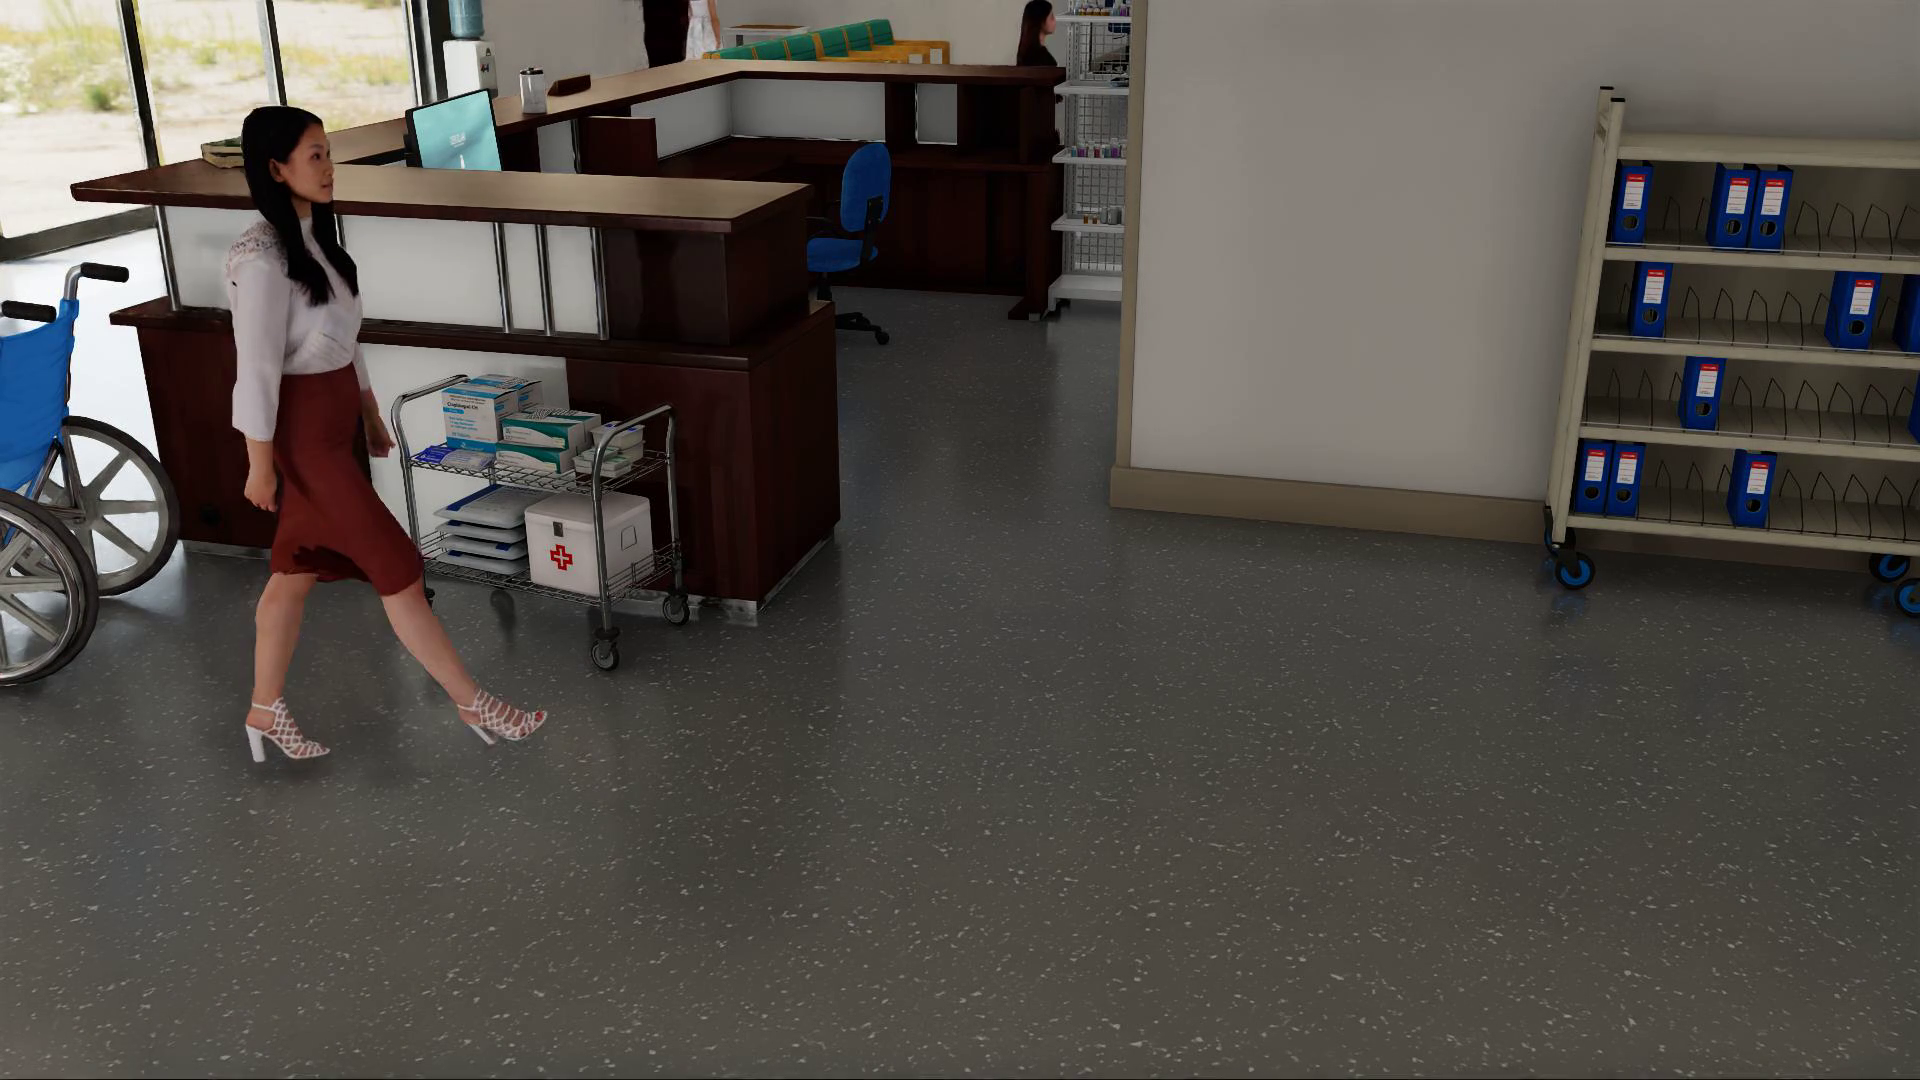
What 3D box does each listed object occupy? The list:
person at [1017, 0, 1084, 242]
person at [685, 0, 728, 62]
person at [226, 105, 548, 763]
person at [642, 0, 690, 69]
[{"bbox_3d":[0.419,-2.806,11.290,1.143,1.611,0.856,-2,21,-6],"label":"person"},{"bbox_3d":[-2.659,-5.080,17.070,0.729,1.770,0.822,18,27,40],"label":"person"},{"bbox_3d":[-1.720,-0.190,4.239,1.116,1.713,0.852,-1,21,-4],"label":"person"},{"bbox_3d":[-3.265,-5.574,18.410,0.786,1.746,0.849,-1,21,-2],"label":"person"}]
